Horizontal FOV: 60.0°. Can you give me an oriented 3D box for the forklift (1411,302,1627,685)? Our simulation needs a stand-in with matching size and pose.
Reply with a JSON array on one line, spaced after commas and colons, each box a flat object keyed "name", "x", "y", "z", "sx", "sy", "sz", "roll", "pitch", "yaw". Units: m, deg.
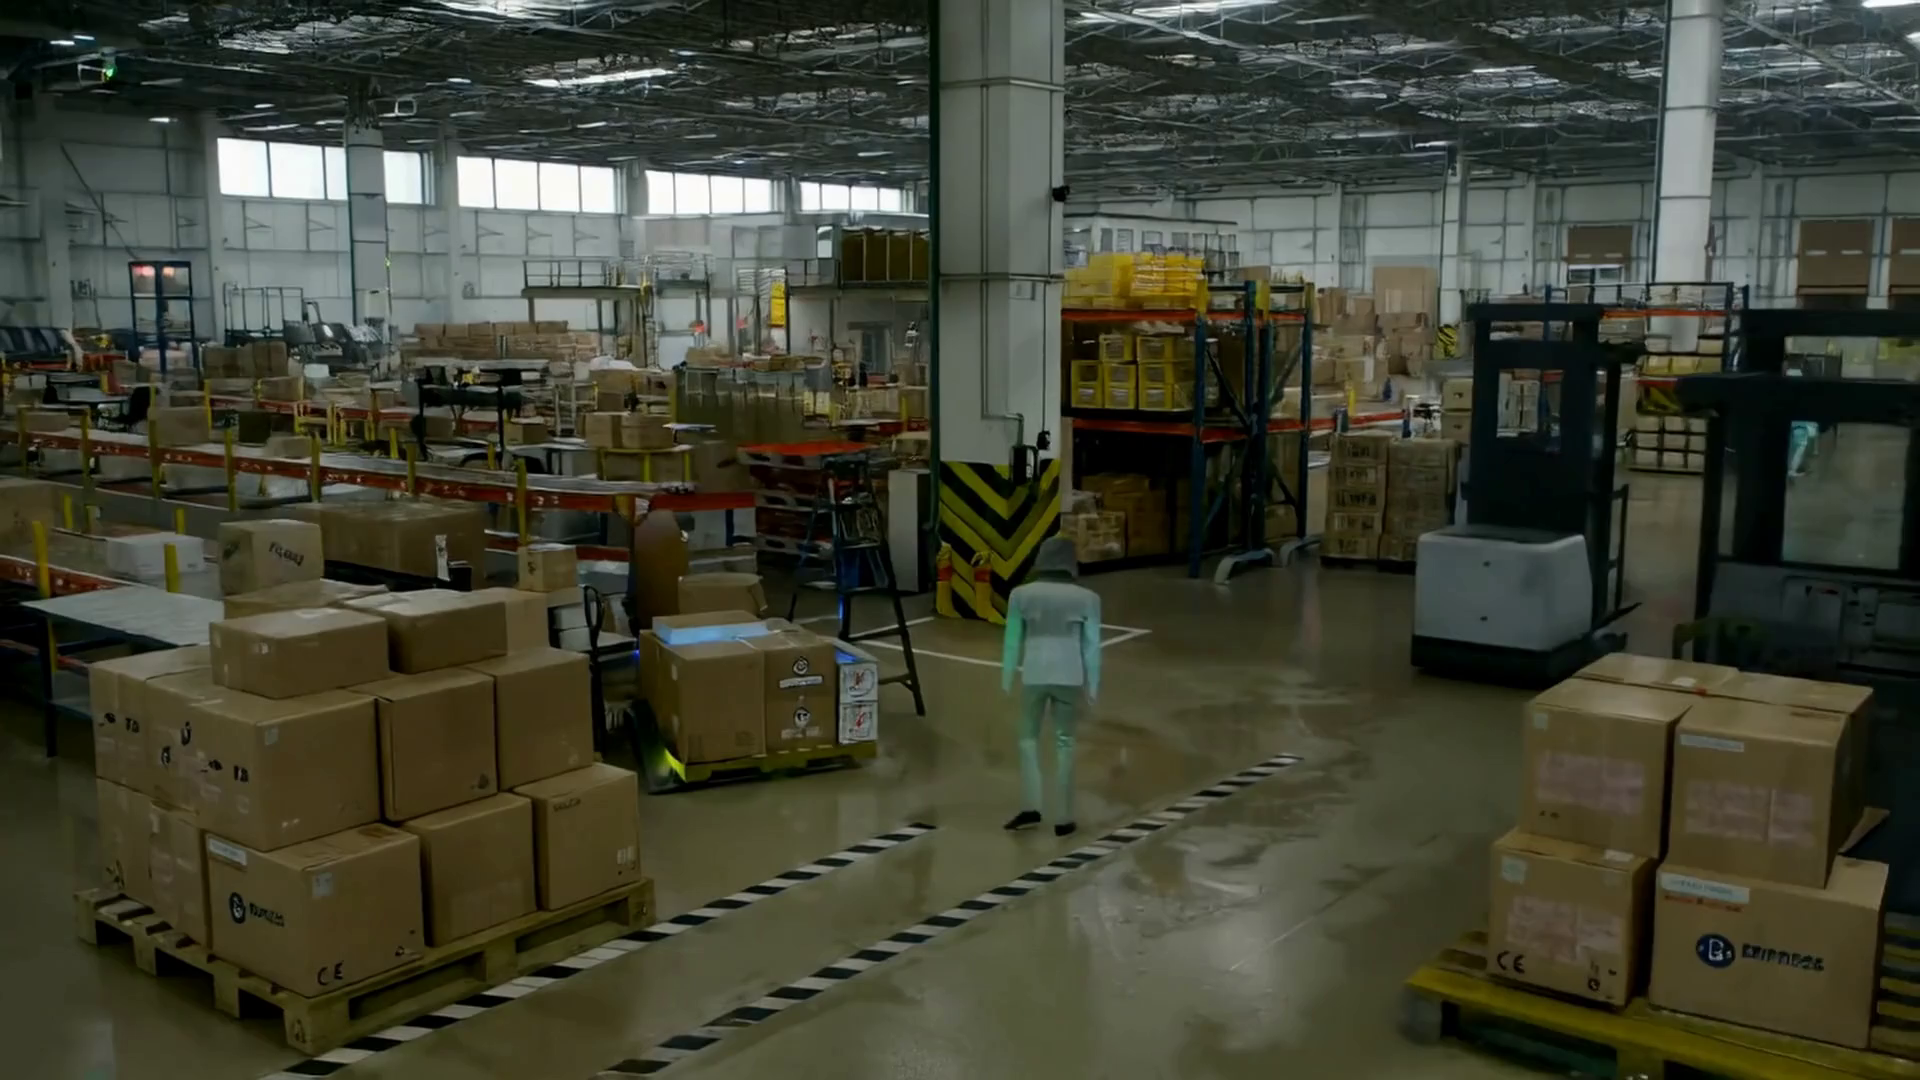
[{"name": "forklift", "x": 4.379, "y": -0.438, "z": 12.852, "sx": 1.129, "sy": 2.768, "sz": 1.873, "roll": 7, "pitch": 11, "yaw": 37}]

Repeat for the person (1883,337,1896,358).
[{"name": "person", "x": 33.234, "y": -6.875, "z": 59.490, "sx": 0.412, "sy": 1.917, "sz": 0.587, "roll": 0, "pitch": 8, "yaw": -2}]

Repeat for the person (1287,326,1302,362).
[{"name": "person", "x": 12.196, "y": -7.040, "z": 60.954, "sx": 0.922, "sy": 1.796, "sz": 0.638, "roll": -1, "pitch": 9, "yaw": -8}]

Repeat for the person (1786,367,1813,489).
[{"name": "person", "x": 12.258, "y": -1.642, "z": 24.533, "sx": 0.625, "sy": 1.813, "sz": 0.471, "roll": 7, "pitch": 11, "yaw": 39}]

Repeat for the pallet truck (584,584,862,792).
[{"name": "pallet truck", "x": -1.426, "y": 0.805, "z": 10.019, "sx": 1.601, "sy": 1.201, "sz": 0.680, "roll": -4, "pitch": 9, "yaw": -26}]

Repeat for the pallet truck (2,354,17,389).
[{"name": "pallet truck", "x": -24.881, "y": -4.417, "z": 42.634, "sx": 1.885, "sy": 1.965, "sz": 0.823, "roll": 8, "pitch": 11, "yaw": 41}]

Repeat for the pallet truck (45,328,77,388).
[{"name": "pallet truck", "x": -23.775, "y": -4.544, "z": 43.495, "sx": 1.885, "sy": 1.965, "sz": 0.823, "roll": 6, "pitch": 10, "yaw": 35}]

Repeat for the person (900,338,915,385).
[{"name": "person", "x": -1.352, "y": -4.333, "z": 42.887, "sx": 0.383, "sy": 1.746, "sz": 0.537, "roll": 2, "pitch": 9, "yaw": 12}]

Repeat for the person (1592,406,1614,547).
[{"name": "person", "x": 6.970, "y": -0.649, "z": 18.401, "sx": 0.539, "sy": 1.651, "sz": 0.872, "roll": 7, "pitch": 11, "yaw": 41}]

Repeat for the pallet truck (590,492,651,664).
[{"name": "pallet truck", "x": -3.115, "y": 0.344, "z": 12.883, "sx": 0.653, "sy": 1.274, "sz": 1.630, "roll": 7, "pitch": 11, "yaw": 37}]

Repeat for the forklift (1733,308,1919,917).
[{"name": "forklift", "x": 4.197, "y": 0.286, "z": 7.973, "sx": 1.129, "sy": 2.768, "sz": 1.873, "roll": 6, "pitch": 11, "yaw": 37}]

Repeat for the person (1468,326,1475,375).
[{"name": "person", "x": 15.602, "y": -5.469, "z": 49.747, "sx": 1.022, "sy": 2.008, "sz": 0.603, "roll": 2, "pitch": 9, "yaw": 15}]

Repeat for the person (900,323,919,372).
[{"name": "person", "x": -1.768, "y": -6.860, "z": 59.601, "sx": 0.609, "sy": 1.839, "sz": 0.943, "roll": -6, "pitch": 11, "yaw": -37}]

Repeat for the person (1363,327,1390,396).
[{"name": "person", "x": 10.903, "y": -4.550, "z": 43.388, "sx": 0.688, "sy": 2.000, "sz": 0.536, "roll": 6, "pitch": 10, "yaw": 35}]

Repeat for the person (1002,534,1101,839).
[{"name": "person", "x": 0.478, "y": 0.785, "z": 8.841, "sx": 0.523, "sy": 1.625, "sz": 0.383, "roll": 2, "pitch": 9, "yaw": 11}]

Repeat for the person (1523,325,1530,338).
[{"name": "person", "x": 18.851, "y": -6.252, "z": 55.575, "sx": 0.939, "sy": 1.824, "sz": 0.571, "roll": -3, "pitch": 9, "yaw": -19}]
